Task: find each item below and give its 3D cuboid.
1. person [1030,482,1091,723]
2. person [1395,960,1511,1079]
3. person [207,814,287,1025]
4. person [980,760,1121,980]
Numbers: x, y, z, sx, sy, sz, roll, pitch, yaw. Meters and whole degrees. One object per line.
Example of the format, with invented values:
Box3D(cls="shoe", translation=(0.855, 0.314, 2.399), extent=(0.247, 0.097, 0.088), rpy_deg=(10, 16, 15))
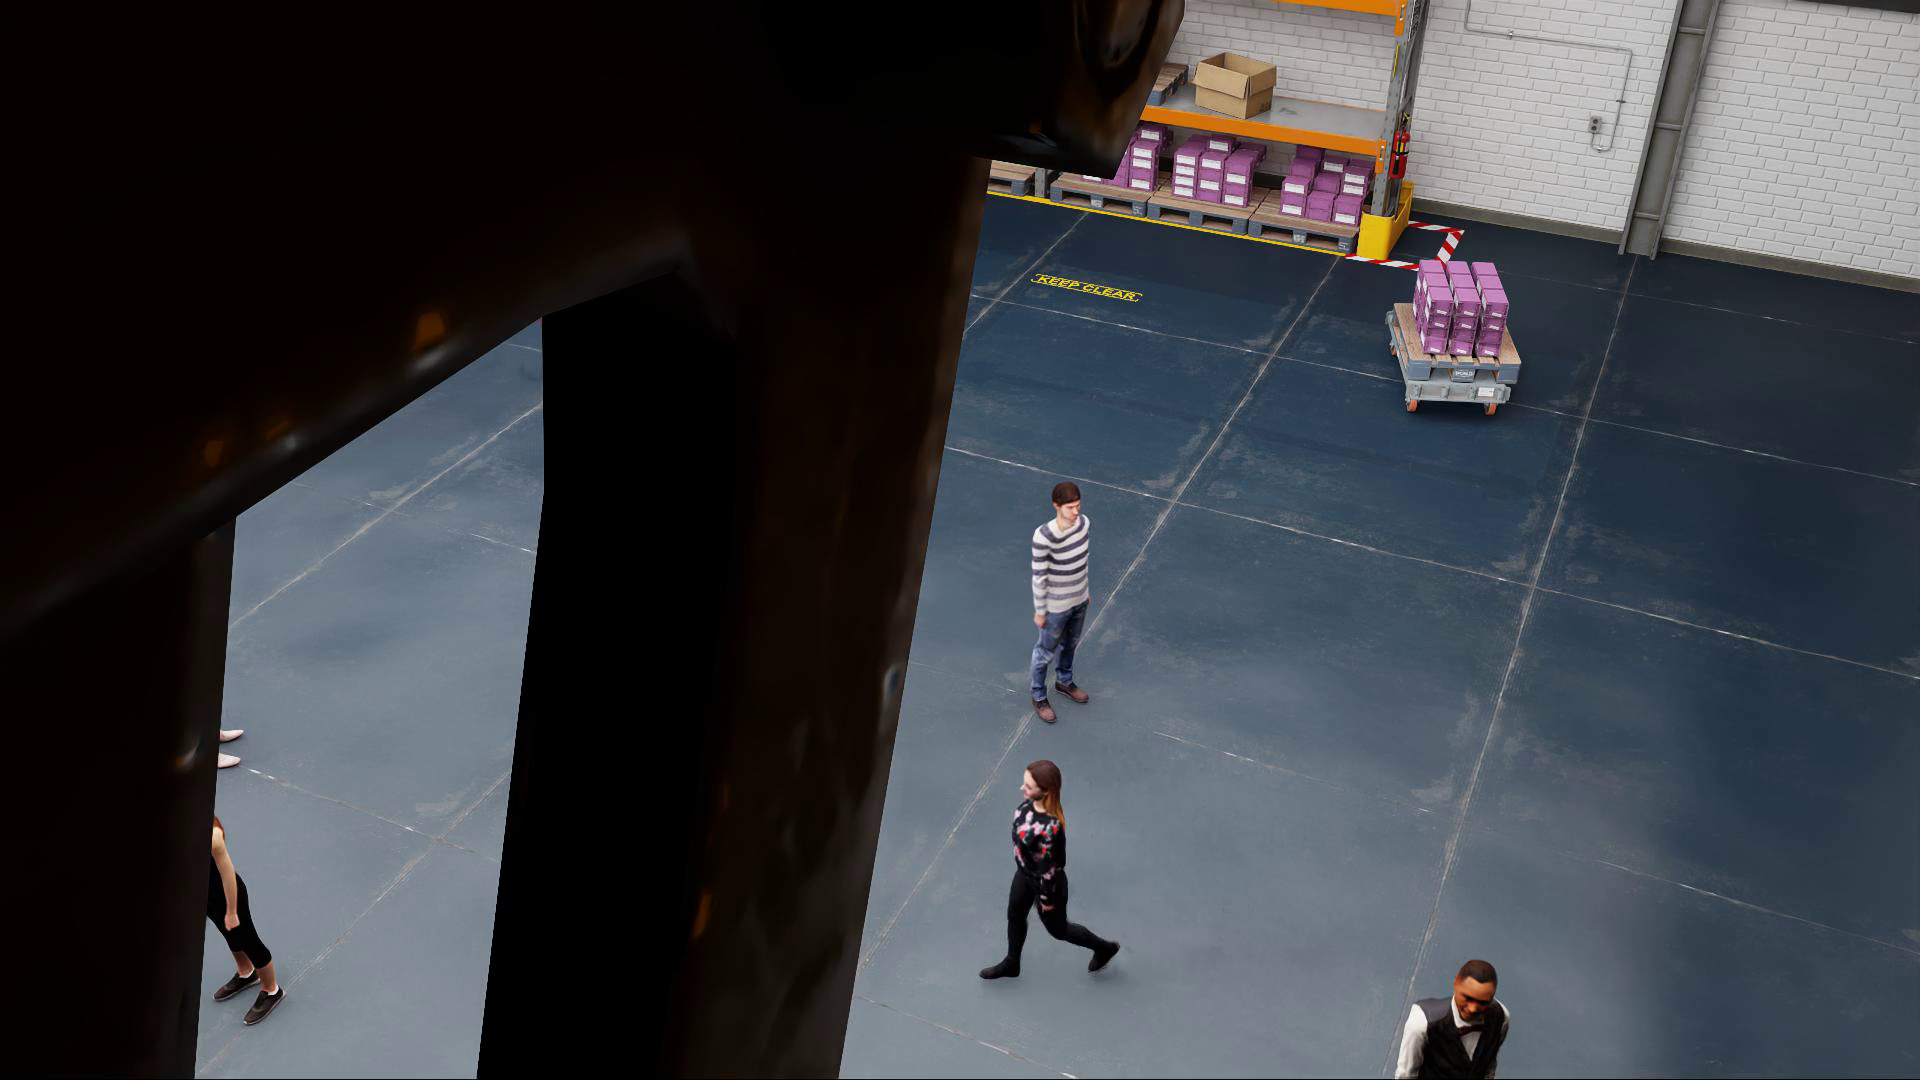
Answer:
Box3D(cls="person", translation=(0.699, 0.392, 11.503), extent=(0.722, 1.854, 0.683), rpy_deg=(-25, 41, -33))
Box3D(cls="person", translation=(2.305, 2.684, 7.997), extent=(0.739, 1.917, 0.838), rpy_deg=(-6, 34, -10))
Box3D(cls="person", translation=(-4.116, 1.960, 9.258), extent=(0.522, 1.726, 0.677), rpy_deg=(24, 40, 31))
Box3D(cls="person", translation=(0.555, 1.900, 9.412), extent=(1.114, 1.656, 0.982), rpy_deg=(-7, 34, -11))
